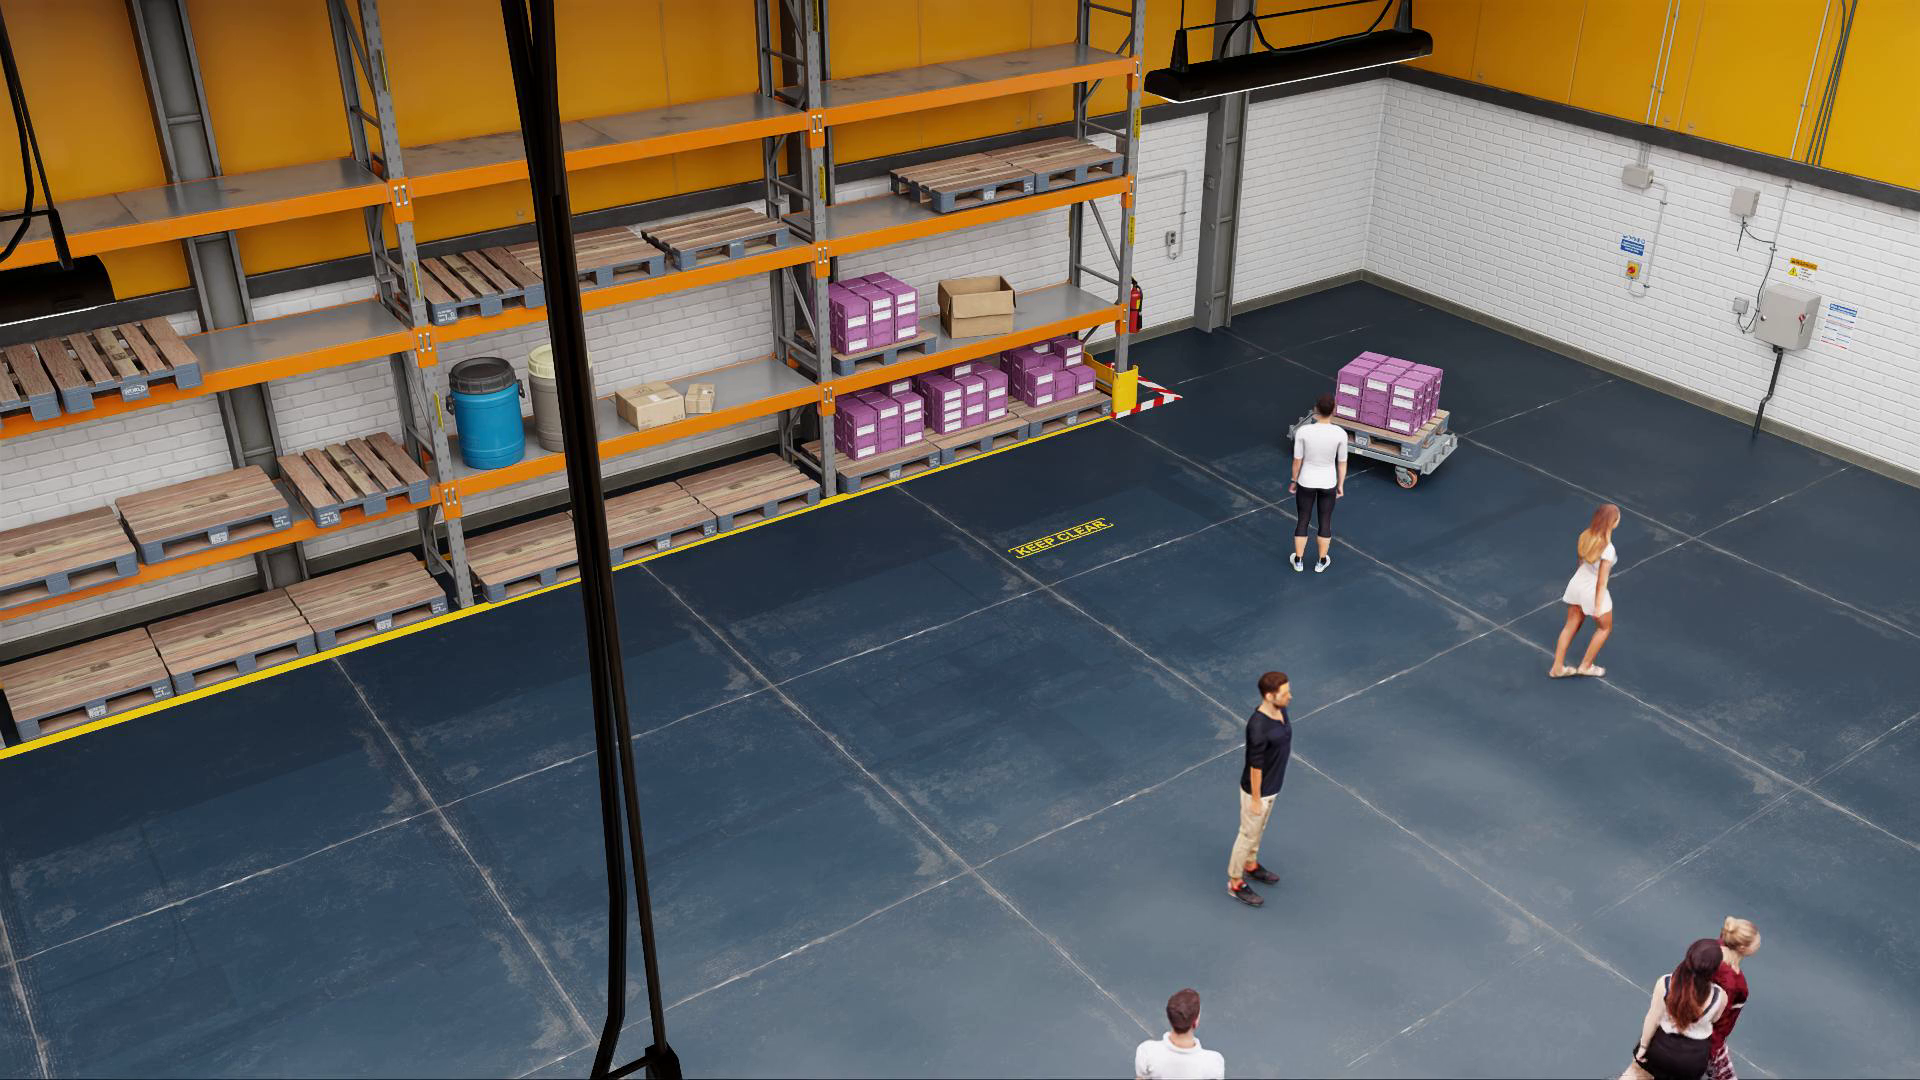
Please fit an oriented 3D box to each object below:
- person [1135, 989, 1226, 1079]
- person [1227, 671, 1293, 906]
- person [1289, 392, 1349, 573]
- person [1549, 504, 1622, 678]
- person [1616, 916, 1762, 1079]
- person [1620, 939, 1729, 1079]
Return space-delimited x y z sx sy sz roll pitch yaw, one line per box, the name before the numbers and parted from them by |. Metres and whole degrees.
person | 1.177 3.207 9.040 0.722 1.854 0.779 5 29 10
person | 2.119 1.721 11.759 0.768 1.859 0.628 15 32 25
person | 3.424 -0.549 15.927 0.743 1.853 0.800 5 29 9
person | 5.307 0.470 14.239 0.800 1.680 0.724 -8 30 -14
person | 4.309 2.890 9.825 1.119 1.658 1.060 5 29 8
person | 4.186 3.007 9.634 0.734 1.636 0.768 4 29 8
